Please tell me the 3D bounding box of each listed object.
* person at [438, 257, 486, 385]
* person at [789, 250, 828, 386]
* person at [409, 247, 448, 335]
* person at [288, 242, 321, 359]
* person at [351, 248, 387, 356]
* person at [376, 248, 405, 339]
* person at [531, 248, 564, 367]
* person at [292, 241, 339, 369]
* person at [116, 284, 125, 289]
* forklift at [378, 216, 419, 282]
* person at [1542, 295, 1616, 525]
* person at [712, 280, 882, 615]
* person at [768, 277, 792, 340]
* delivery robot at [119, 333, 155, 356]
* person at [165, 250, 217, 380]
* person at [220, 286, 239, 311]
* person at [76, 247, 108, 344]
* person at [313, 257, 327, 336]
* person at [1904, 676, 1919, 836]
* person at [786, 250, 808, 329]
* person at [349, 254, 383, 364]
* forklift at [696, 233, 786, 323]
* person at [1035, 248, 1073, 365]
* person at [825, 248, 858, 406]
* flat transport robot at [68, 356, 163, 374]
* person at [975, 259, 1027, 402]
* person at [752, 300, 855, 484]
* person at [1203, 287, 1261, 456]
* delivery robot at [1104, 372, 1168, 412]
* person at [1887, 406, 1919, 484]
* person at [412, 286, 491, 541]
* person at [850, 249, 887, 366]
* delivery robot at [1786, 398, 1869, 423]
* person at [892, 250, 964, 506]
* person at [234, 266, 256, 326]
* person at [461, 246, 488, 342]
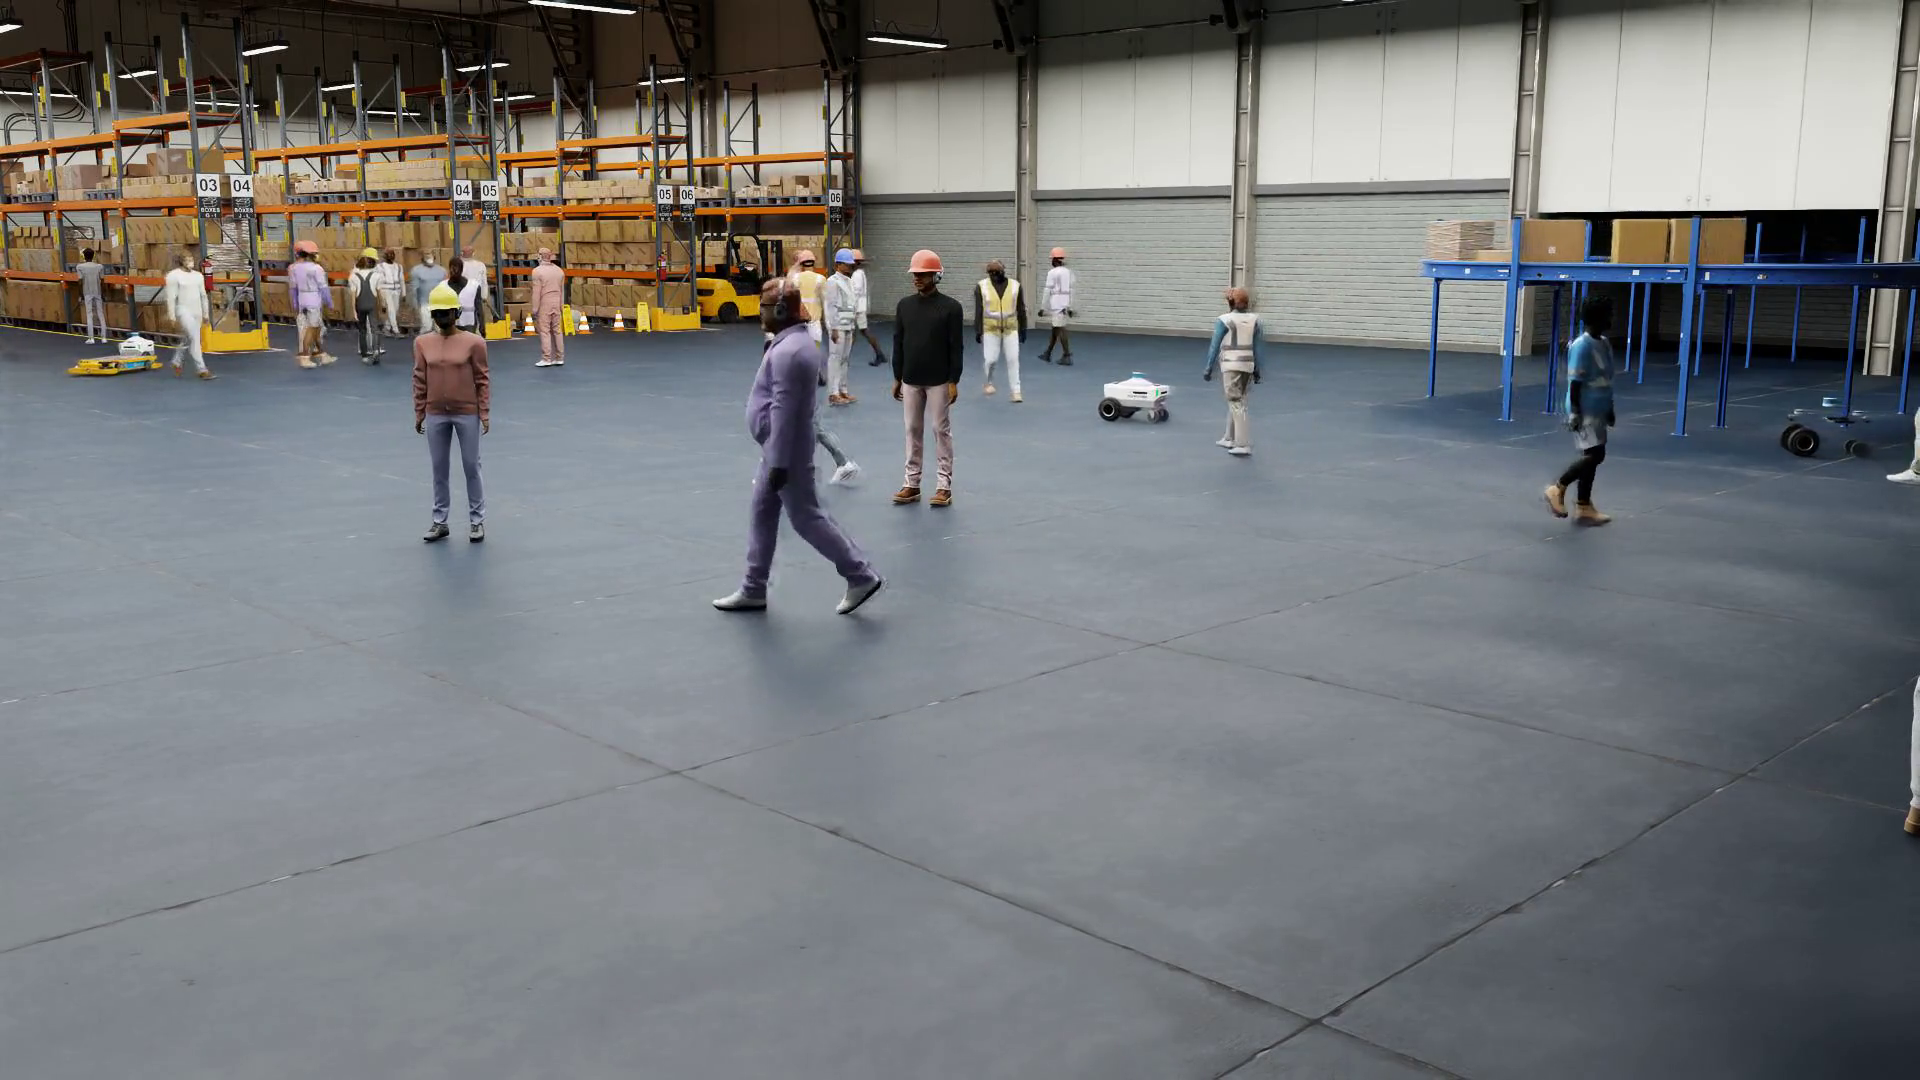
[{"bbox_3d":[-6.695,-2.901,22.440,0.620,1.842,1.104,1,10,5],"label":"person"},{"bbox_3d":[-2.168,-3.155,23.638,0.652,1.887,0.774,0,10,-2],"label":"person"},{"bbox_3d":[-8.812,-3.897,27.636,0.644,1.922,0.554,-8,13,-38],"label":"person"},{"bbox_3d":[-11.315,-4.136,28.702,0.382,1.993,0.622,6,12,31],"label":"person"},{"bbox_3d":[-10.327,-4.173,29.199,0.900,1.881,0.604,6,12,30],"label":"person"},{"bbox_3d":[-11.798,-5.113,34.428,0.860,1.858,0.583,10,14,44],"label":"person"},{"bbox_3d":[-6.699,-3.768,26.944,0.402,1.906,0.652,7,12,32],"label":"person"},{"bbox_3d":[-10.292,-3.770,26.678,0.630,2.003,0.946,7,12,33],"label":"person"},{"bbox_3d":[-19.813,-5.801,38.882,0.530,1.592,0.879,-10,14,-43],"label":"person"},{"bbox_3d":[-17.868,-9.201,54.028,1.873,2.768,1.129,-10,14,-44],"label":"forklift"},{"bbox_3d":[4.614,-0.950,12.182,0.387,1.685,0.537,8,13,36],"label":"person"},{"bbox_3d":[-0.906,-0.511,9.283,0.927,1.875,0.652,0,10,-2],"label":"person"},{"bbox_3d":[-2.053,-2.242,19.375,0.372,1.624,0.528,-6,12,-28],"label":"person"},{"bbox_3d":[-13.329,-3.114,26.925,0.477,0.478,0.707,-2,10,-8],"label":"delivery robot"},{"bbox_3d":[-11.452,-3.336,24.610,0.959,1.908,0.640,4,11,22],"label":"person"},{"bbox_3d":[-17.707,-6.197,40.552,0.594,1.783,0.924,-8,13,-38],"label":"person"},{"bbox_3d":[-16.999,-4.783,32.579,0.531,1.871,0.322,-9,14,-41],"label":"person"},{"bbox_3d":[-13.484,-5.130,34.894,0.756,1.713,0.489,10,14,44],"label":"person"},{"bbox_3d":[3.513,0.168,5.657,0.429,1.844,0.625,1,10,3],"label":"person"},{"bbox_3d":[-2.333,-3.270,24.264,0.411,1.893,0.659,-1,10,-4],"label":"person"},{"bbox_3d":[-9.777,-3.803,27.439,0.515,1.820,0.903,-4,11,-23],"label":"person"},{"bbox_3d":[-5.496,-6.489,41.108,2.313,2.155,1.214,-10,14,-44],"label":"forklift"},{"bbox_3d":[1.523,-3.857,27.459,0.923,1.899,0.548,8,13,38],"label":"person"},{"bbox_3d":[-1.475,-2.677,20.888,0.409,1.945,0.615,4,11,19],"label":"person"},{"bbox_3d":[-13.151,-2.743,25.929,0.652,0.197,1.431,1,10,6],"label":"flat transport robot"},{"bbox_3d":[0.528,-2.680,21.290,0.685,1.807,0.549,-1,10,-6],"label":"person"},{"bbox_3d":[-1.323,-1.256,14.111,0.849,1.600,0.505,1,10,8],"label":"person"},{"bbox_3d":[2.617,-1.643,16.179,0.517,1.607,0.748,-7,12,-32],"label":"person"},{"bbox_3d":[2.027,-1.682,19.116,0.707,0.478,0.477,6,12,30],"label":"delivery robot"},{"bbox_3d":[8.435,-1.382,14.114,0.761,1.845,0.527,8,13,38],"label":"person"},{"bbox_3d":[-3.521,-0.870,11.521,0.533,1.767,0.326,0,10,1],"label":"person"},{"bbox_3d":[-1.642,-3.771,27.006,0.970,1.896,0.556,-1,10,-4],"label":"person"},{"bbox_3d":[8.423,-1.266,16.135,0.698,0.223,0.335,3,11,15],"label":"delivery robot"},{"bbox_3d":[-0.265,-1.276,13.109,0.612,1.995,0.376,5,12,27],"label":"person"},{"bbox_3d":[-16.707,-5.852,38.879,0.540,1.696,0.316,-3,11,-15],"label":"person"},{"bbox_3d":[-9.260,-4.599,31.470,0.636,1.911,0.406,-5,12,-26],"label":"person"}]
